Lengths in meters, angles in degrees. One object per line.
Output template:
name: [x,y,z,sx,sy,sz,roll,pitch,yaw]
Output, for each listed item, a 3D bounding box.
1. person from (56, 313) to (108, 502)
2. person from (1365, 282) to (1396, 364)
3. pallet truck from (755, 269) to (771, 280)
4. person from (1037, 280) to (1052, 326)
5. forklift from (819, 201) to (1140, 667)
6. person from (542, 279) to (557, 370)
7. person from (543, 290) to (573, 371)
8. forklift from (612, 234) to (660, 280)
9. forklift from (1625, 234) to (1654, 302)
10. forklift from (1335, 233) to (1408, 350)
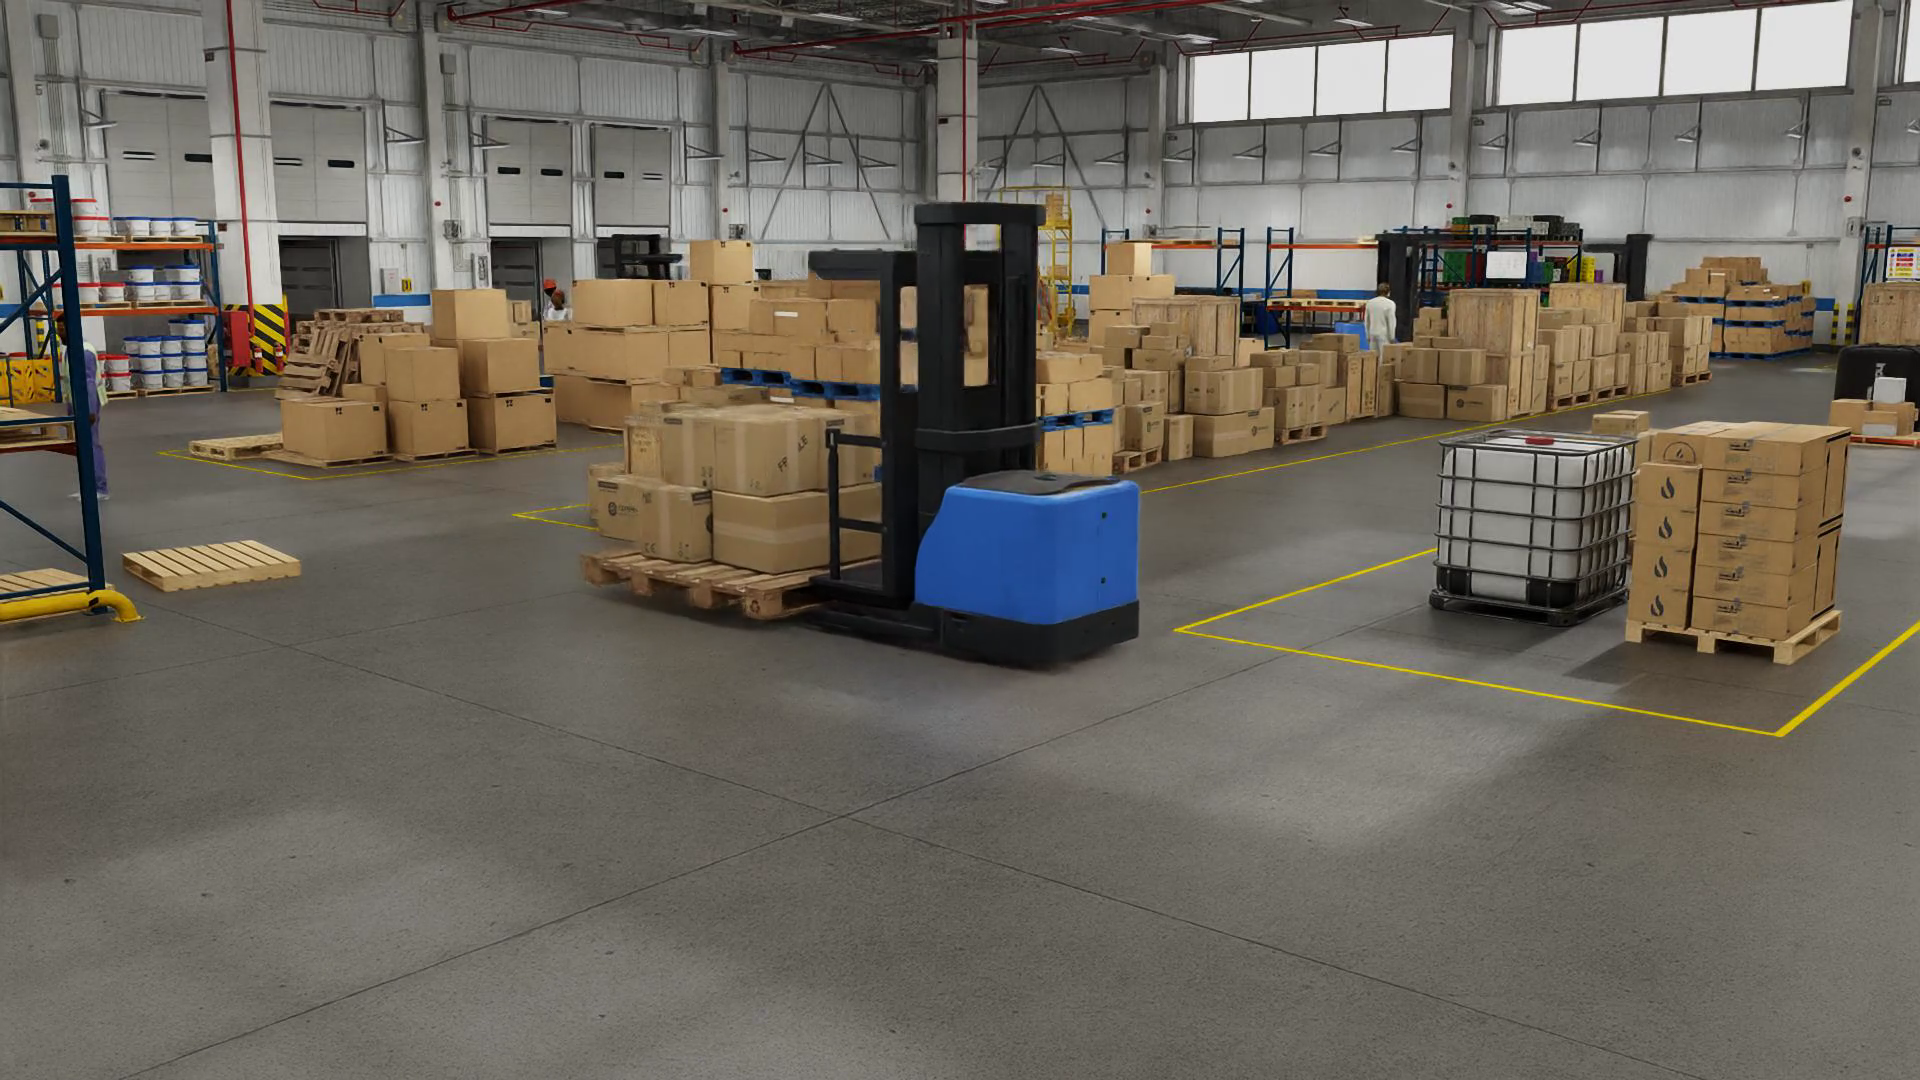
person: [-8.870,-1.346,16.835,0.594,1.909,0.407,9,14,43]
person: [7.539,-3.646,29.832,0.371,1.939,0.629,-8,13,-37]
pallet truck: [-4.996,-6.432,45.525,1.885,1.965,0.823,-6,12,-32]
person: [2.323,-6.866,48.395,1.102,1.879,0.625,-3,10,-18]
forklift: [0.139,-0.746,10.639,1.873,2.768,1.129,8,13,40]
person: [-8.142,-4.242,33.259,0.374,1.928,0.542,-6,12,-31]
person: [-6.505,-3.100,26.885,0.616,1.875,0.498,3,10,15]
forklift: [-6.595,-4.862,34.077,1.129,2.768,1.873,-7,12,-34]
forklift: [13.721,-4.821,33.841,1.873,2.768,1.129,3,10,14]
forklift: [8.384,-4.593,32.542,1.873,2.768,1.129,-1,10,-4]
